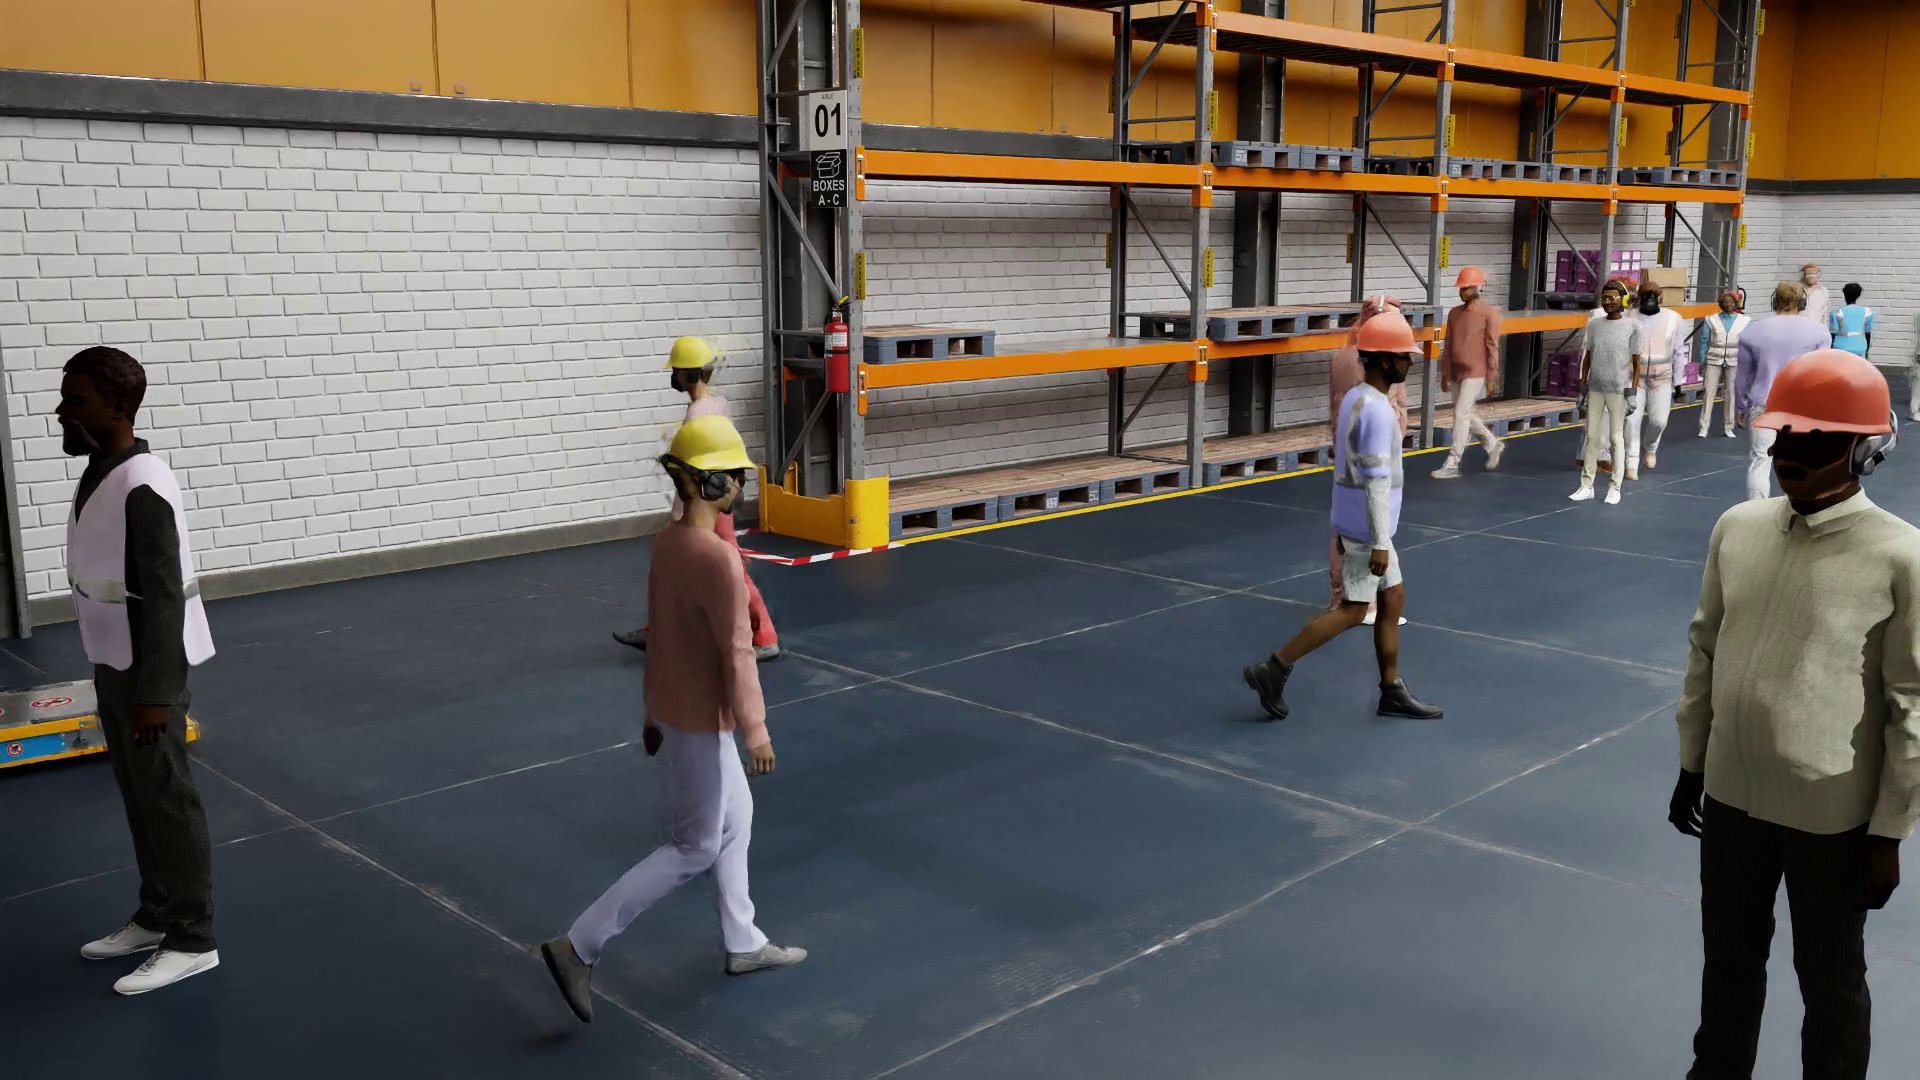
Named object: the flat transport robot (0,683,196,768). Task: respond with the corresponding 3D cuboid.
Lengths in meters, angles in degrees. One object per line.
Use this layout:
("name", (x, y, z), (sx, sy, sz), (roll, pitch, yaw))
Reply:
("flat transport robot", (-4.109, 0.821, 7.094), (1.431, 0.197, 0.652), (-8, 13, -37))

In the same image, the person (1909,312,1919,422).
("person", (11.661, -2.197, 19.871), (0.525, 1.615, 0.645), (-1, 10, -4))

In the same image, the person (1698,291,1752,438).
("person", (8.471, -1.931, 18.435), (0.533, 1.627, 0.439), (4, 11, 21))

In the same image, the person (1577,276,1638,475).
("person", (6.146, -1.539, 15.633), (0.626, 1.856, 0.702), (-7, 13, -35))

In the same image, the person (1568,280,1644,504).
("person", (5.435, -1.236, 13.958), (0.521, 1.869, 0.328), (10, 14, 43))

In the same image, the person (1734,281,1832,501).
("person", (6.136, -0.972, 12.423), (0.652, 1.896, 0.956), (7, 13, 35))

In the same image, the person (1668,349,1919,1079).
("person", (1.882, 0.567, 3.775), (0.376, 1.997, 0.612), (-5, 12, -27))

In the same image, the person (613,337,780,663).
("person", (-1.377, -0.196, 8.697), (0.923, 1.715, 0.554), (0, 10, -2))

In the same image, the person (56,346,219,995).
("person", (-2.468, 0.380, 4.998), (0.390, 1.922, 0.591), (-9, 14, -40))

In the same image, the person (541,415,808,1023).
("person", (-0.829, 0.509, 4.798), (0.771, 1.736, 0.516), (-5, 11, -24))

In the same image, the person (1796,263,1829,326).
("person", (11.476, -2.840, 22.692), (0.644, 1.875, 0.874), (1, 10, 3))

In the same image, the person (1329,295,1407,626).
("person", (2.379, -0.462, 9.646), (0.399, 1.902, 0.642), (-2, 11, -12))

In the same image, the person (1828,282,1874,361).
("person", (10.860, -2.300, 20.278), (0.528, 1.673, 0.617), (1, 10, 8))

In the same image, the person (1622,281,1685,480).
("person", (6.337, -1.479, 15.379), (0.637, 1.831, 0.572), (3, 11, 18))

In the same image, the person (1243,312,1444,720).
("person", (1.776, -0.083, 7.594), (0.879, 1.912, 0.552), (1, 10, 5))

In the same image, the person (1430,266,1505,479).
("person", (4.782, -1.565, 15.502), (0.908, 1.964, 0.631), (-5, 12, -26))
